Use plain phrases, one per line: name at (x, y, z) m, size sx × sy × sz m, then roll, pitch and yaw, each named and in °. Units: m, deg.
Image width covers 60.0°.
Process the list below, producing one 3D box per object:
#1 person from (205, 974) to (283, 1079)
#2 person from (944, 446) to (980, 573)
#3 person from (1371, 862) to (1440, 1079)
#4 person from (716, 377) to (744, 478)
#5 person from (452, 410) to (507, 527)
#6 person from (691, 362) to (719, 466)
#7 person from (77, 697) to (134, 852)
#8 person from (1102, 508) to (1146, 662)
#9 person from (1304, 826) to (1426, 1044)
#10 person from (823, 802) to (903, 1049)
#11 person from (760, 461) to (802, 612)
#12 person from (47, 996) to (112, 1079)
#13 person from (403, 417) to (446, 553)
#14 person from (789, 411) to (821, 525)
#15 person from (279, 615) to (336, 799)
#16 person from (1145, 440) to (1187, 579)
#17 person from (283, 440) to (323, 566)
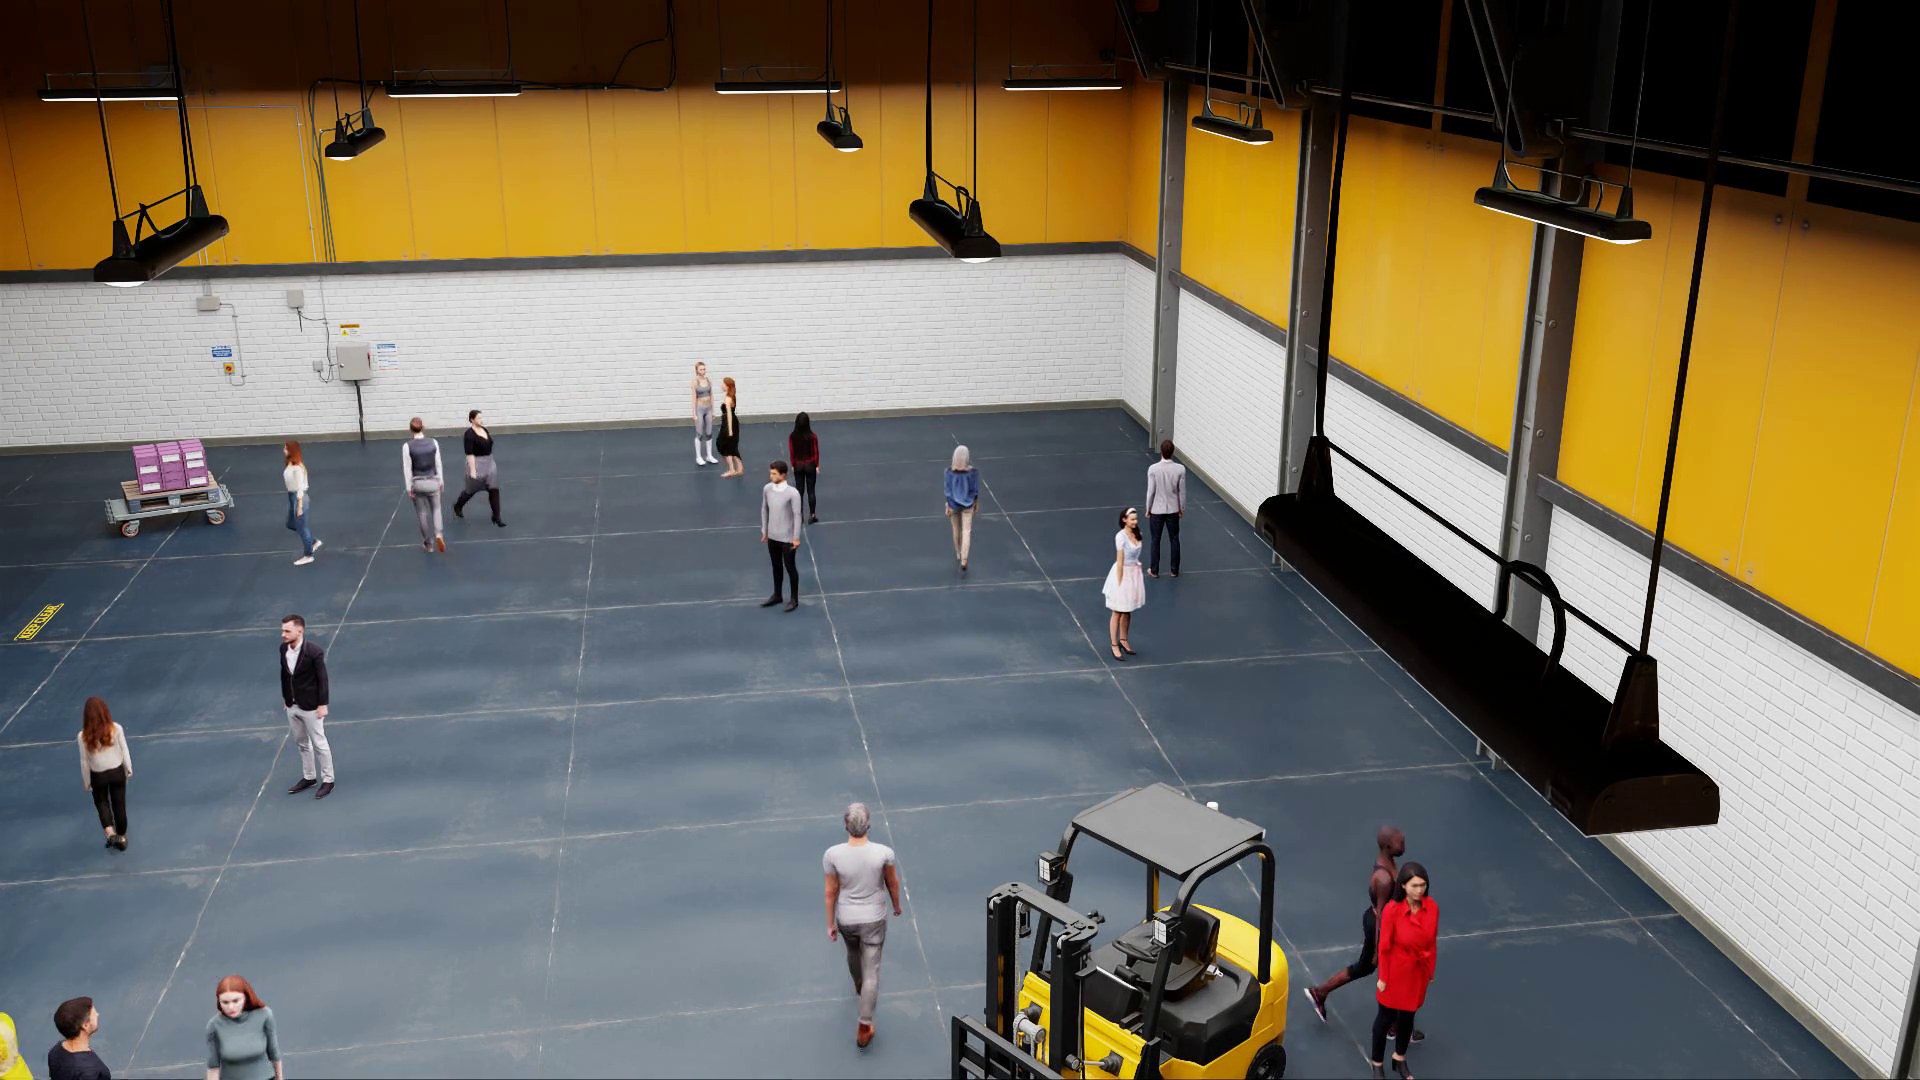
person at (-4.524, 3.482, 10.574) m, size 0.711 × 1.700 × 1.216 m, roll -6°, pitch 20°, yaw -17°
person at (0.025, -0.394, 22.140) m, size 0.785 × 1.664 × 1.188 m, roll 1°, pitch 19°, yaw 3°
person at (3.136, 3.062, 11.745) m, size 0.623 × 1.747 × 0.623 m, roll -5°, pitch 19°, yaw -14°
person at (-3.549, -1.772, 26.320) m, size 0.670 × 1.607 × 0.595 m, roll 0°, pitch 19°, yaw 1°
person at (-6.982, -1.013, 23.883) m, size 1.095 × 1.724 × 1.159 m, roll 8°, pitch 20°, yaw 21°
person at (-4.189, -2.076, 27.074) m, size 0.637 × 1.702 × 0.656 m, roll -15°, pitch 24°, yaw -38°
person at (-7.638, 2.133, 14.928) m, size 0.632 × 1.478 × 0.654 m, roll -10°, pitch 21°, yaw -28°
person at (1.921, 0.488, 19.278) m, size 0.906 × 1.818 × 0.854 m, roll 16°, pitch 24°, yaw 39°
person at (2.997, 2.897, 12.262) m, size 0.975 × 1.731 × 1.149 m, roll 4°, pitch 19°, yaw 13°
person at (-0.723, 2.866, 12.287) m, size 0.929 × 1.774 × 1.293 m, roll 2°, pitch 19°, yaw 5°
person at (-2.213, -0.073, 20.785) m, size 0.820 × 1.921 × 0.874 m, roll 12°, pitch 22°, yaw 32°
person at (-5.276, 3.657, 9.920) m, size 1.118 × 1.786 × 1.129 m, roll 15°, pitch 24°, yaw 38°
person at (-7.286, -0.724, 22.716) m, size 0.810 × 1.921 × 0.999 m, roll -9°, pitch 20°, yaw -24°
person at (-2.246, -1.046, 24.083) m, size 0.640 × 1.659 × 0.604 m, roll 2°, pitch 19°, yaw 6°
person at (-6.298, 1.573, 16.016) m, size 0.745 × 1.843 × 0.743 m, roll 7°, pitch 20°, yaw 21°
person at (2.696, -0.413, 21.904) m, size 0.695 × 1.850 × 0.574 m, roll -2°, pitch 19°, yaw -5°
person at (-8.835, -0.522, 22.435) m, size 0.785 × 1.718 × 0.730 m, roll -14°, pitch 23°, yaw -37°
